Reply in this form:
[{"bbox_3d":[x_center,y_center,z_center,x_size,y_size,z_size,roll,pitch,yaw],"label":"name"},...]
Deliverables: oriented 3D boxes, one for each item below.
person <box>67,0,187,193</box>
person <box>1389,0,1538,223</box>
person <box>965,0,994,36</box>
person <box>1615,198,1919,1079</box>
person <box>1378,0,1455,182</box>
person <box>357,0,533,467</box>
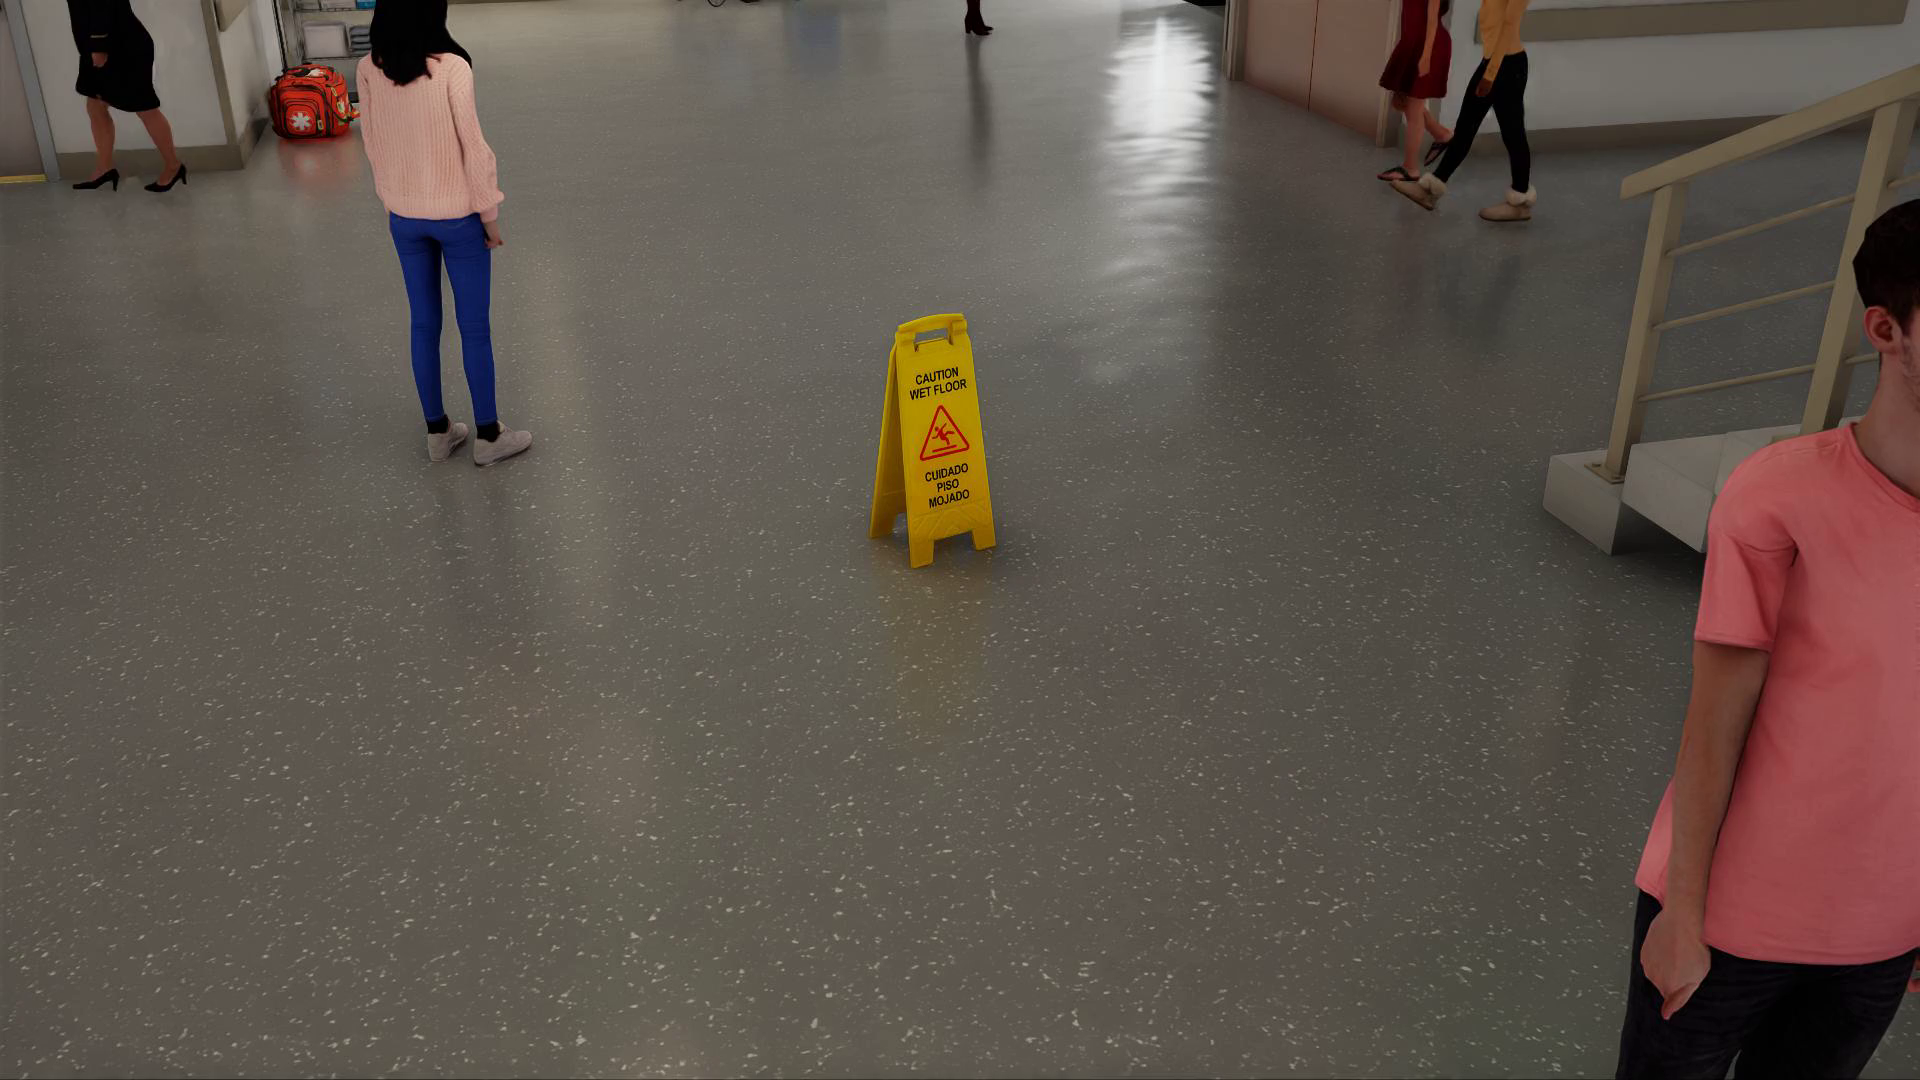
[{"bbox_3d":[-4.738,-2.807,9.505,0.915,1.655,0.891,-15,30,-29],"label":"person"},{"bbox_3d":[2.985,-2.503,8.897,0.918,1.635,1.043,3,26,5],"label":"person"},{"bbox_3d":[0.176,-5.422,14.865,0.713,1.708,0.595,6,26,11],"label":"person"},{"bbox_3d":[1.160,0.483,2.333,0.626,1.959,0.554,-5,26,-10],"label":"person"},{"bbox_3d":[2.800,-2.898,9.826,0.629,1.540,0.727,-5,26,-10],"label":"person"},{"bbox_3d":[-1.856,-1.131,5.899,0.732,1.768,0.738,8,27,16],"label":"person"}]
